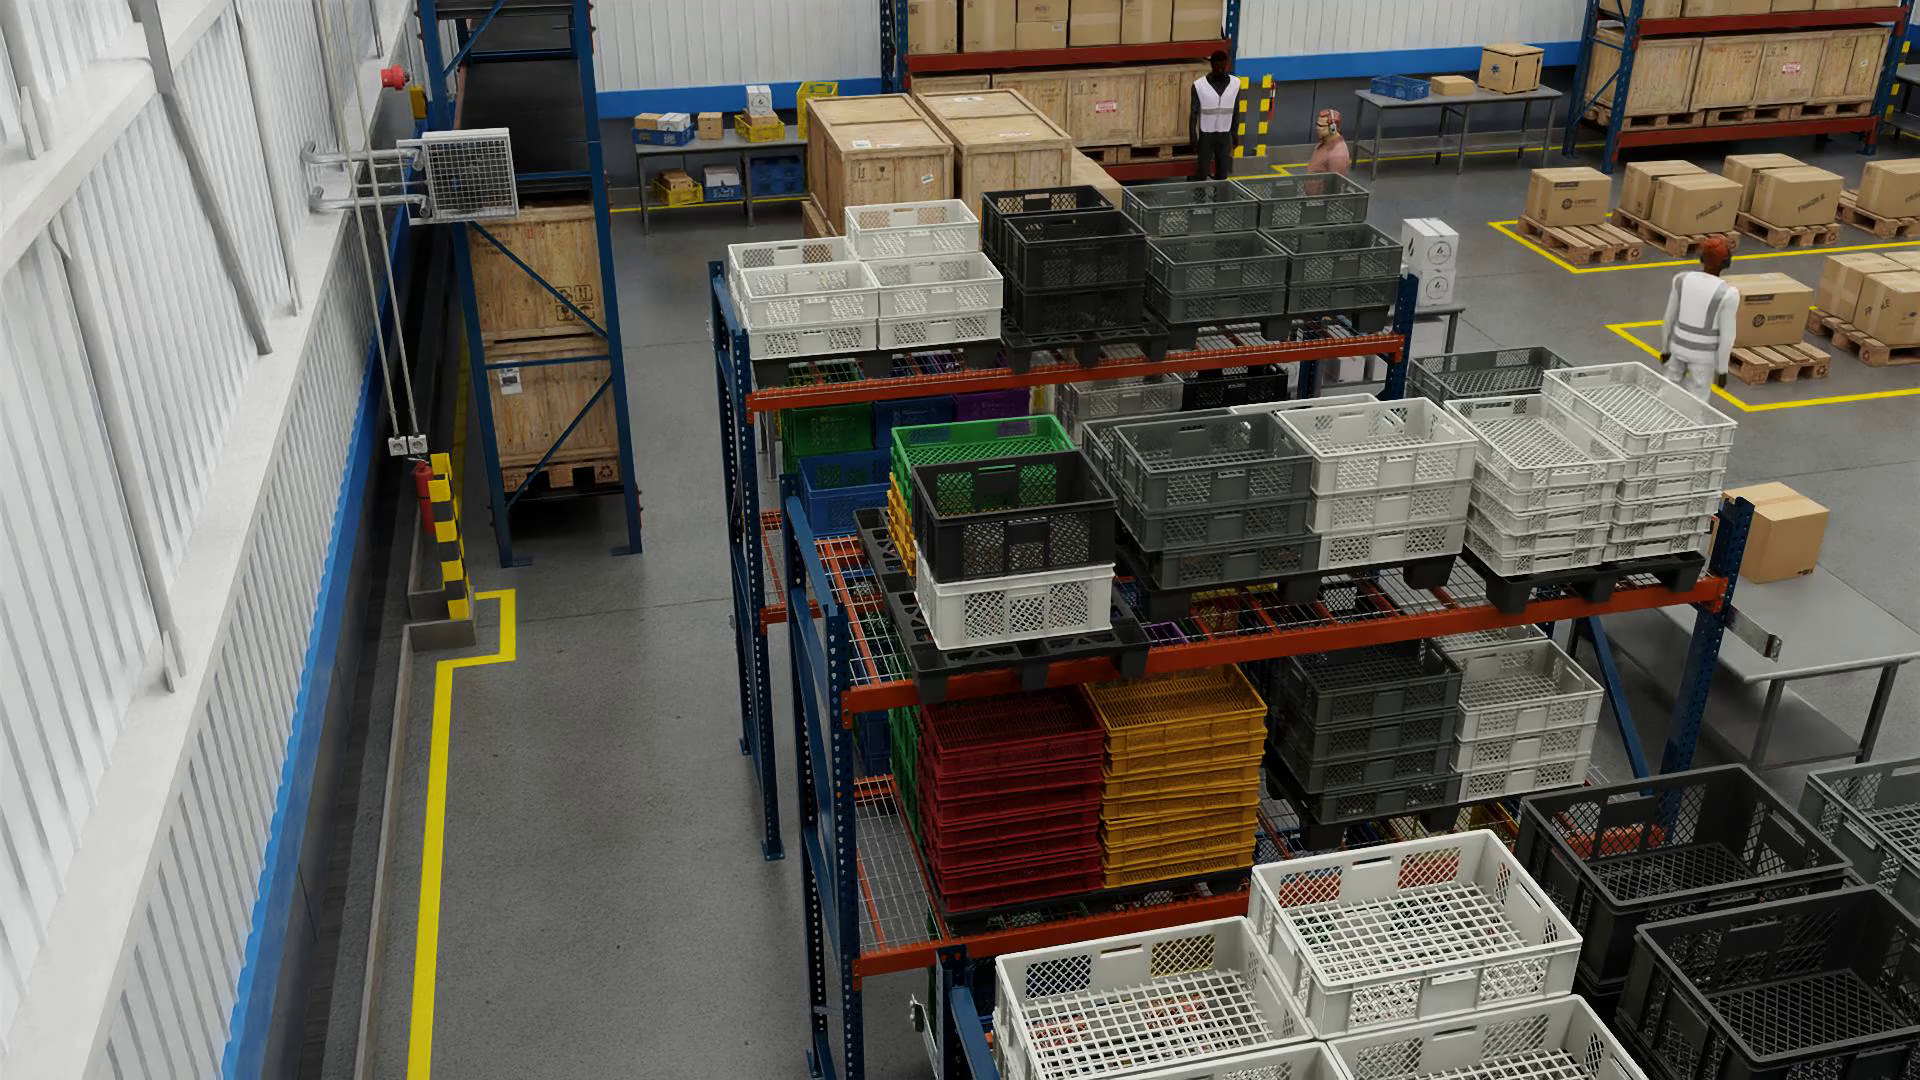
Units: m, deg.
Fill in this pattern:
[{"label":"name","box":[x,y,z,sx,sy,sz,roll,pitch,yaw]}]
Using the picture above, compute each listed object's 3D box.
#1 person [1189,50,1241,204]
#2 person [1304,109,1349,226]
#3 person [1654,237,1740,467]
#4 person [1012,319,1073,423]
[{"label":"person","box":[2.920,-4.684,19.166,0.602,1.906,0.413,-6,28,-11]},{"label":"person","box":[3.631,-3.362,16.670,0.400,1.900,0.648,1,28,1]},{"label":"person","box":[5.770,-1.441,13.065,0.513,1.877,0.625,-17,32,-30]},{"label":"person","box":[0.629,-1.361,12.921,0.534,1.856,0.363,1,28,1]}]
